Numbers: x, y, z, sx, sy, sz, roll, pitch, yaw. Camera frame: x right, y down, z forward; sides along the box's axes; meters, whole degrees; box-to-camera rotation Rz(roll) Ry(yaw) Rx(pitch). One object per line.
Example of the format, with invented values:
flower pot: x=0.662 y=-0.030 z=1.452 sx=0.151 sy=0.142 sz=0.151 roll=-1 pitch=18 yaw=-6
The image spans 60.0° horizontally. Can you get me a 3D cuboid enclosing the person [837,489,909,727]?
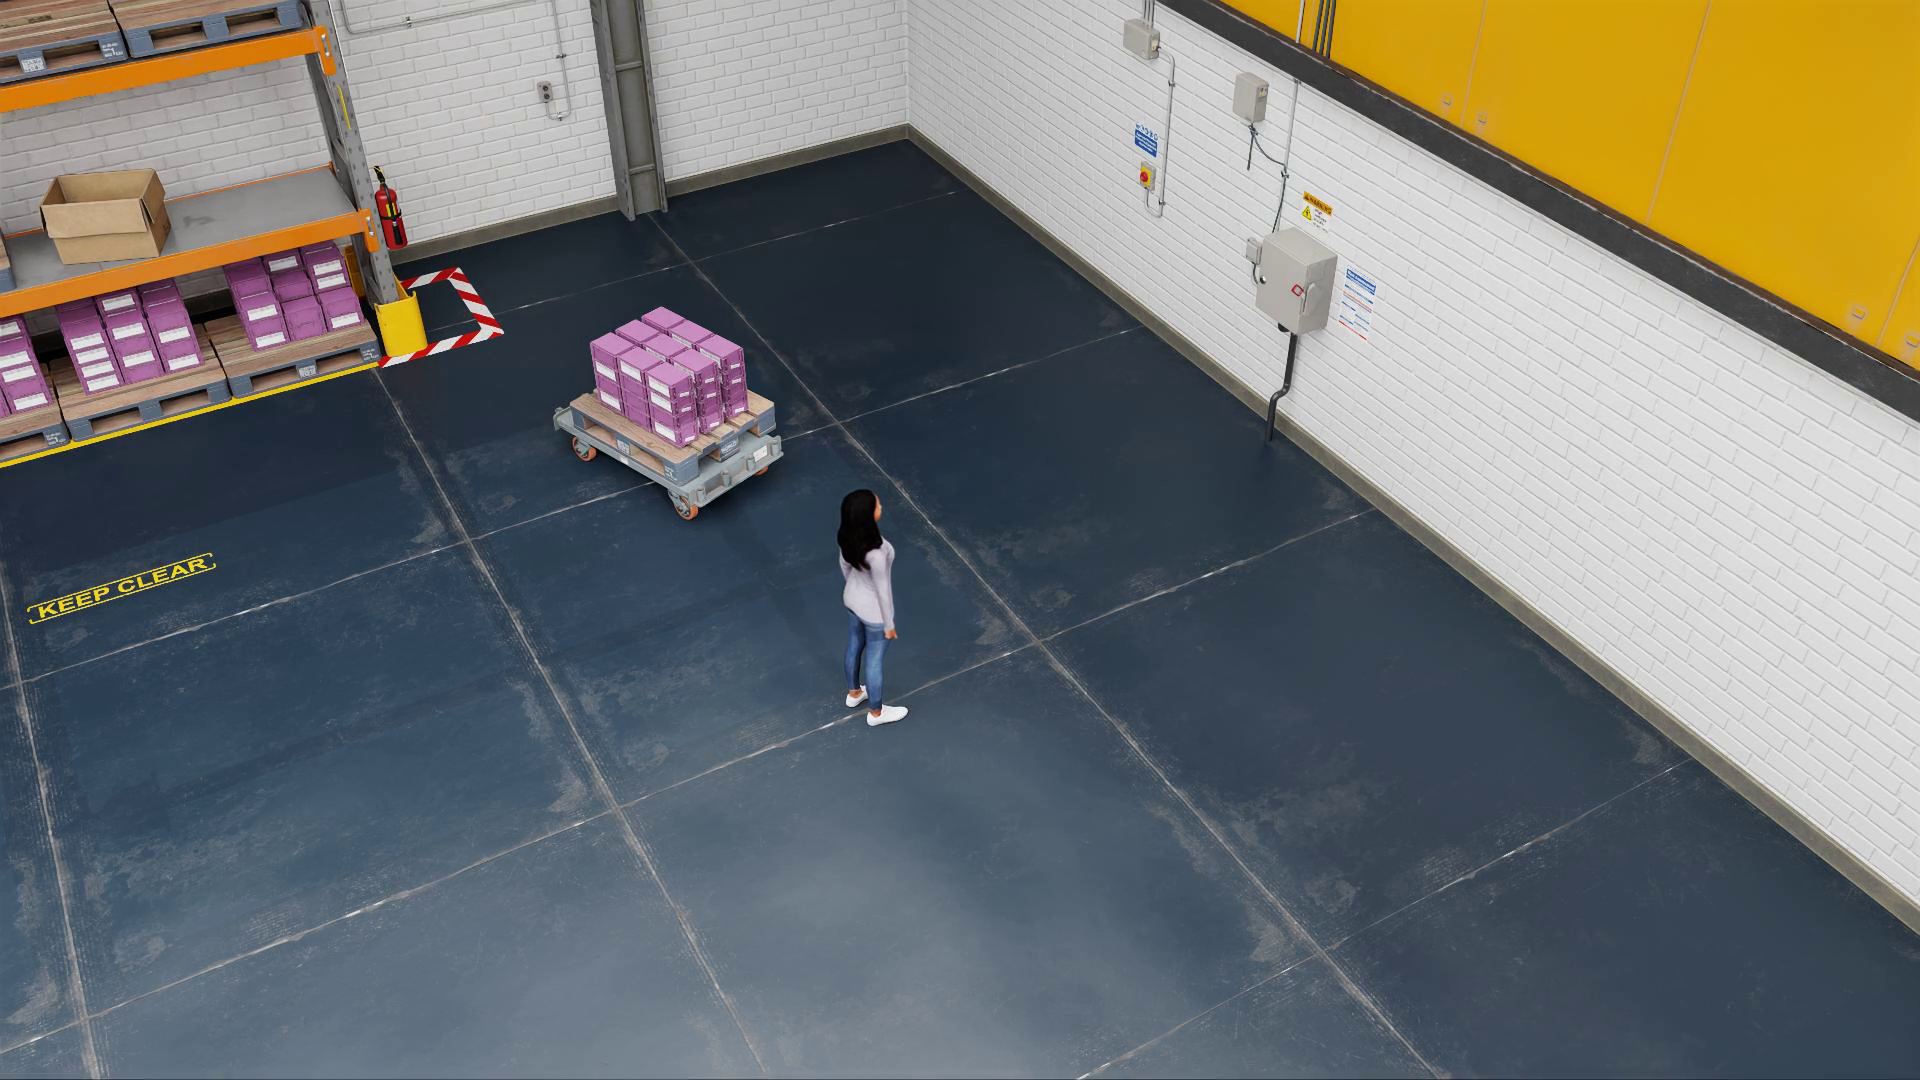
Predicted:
person: x=-0.576 y=0.407 z=10.181 sx=0.549 sy=1.736 sz=0.627 roll=-24 pitch=45 yaw=-27
